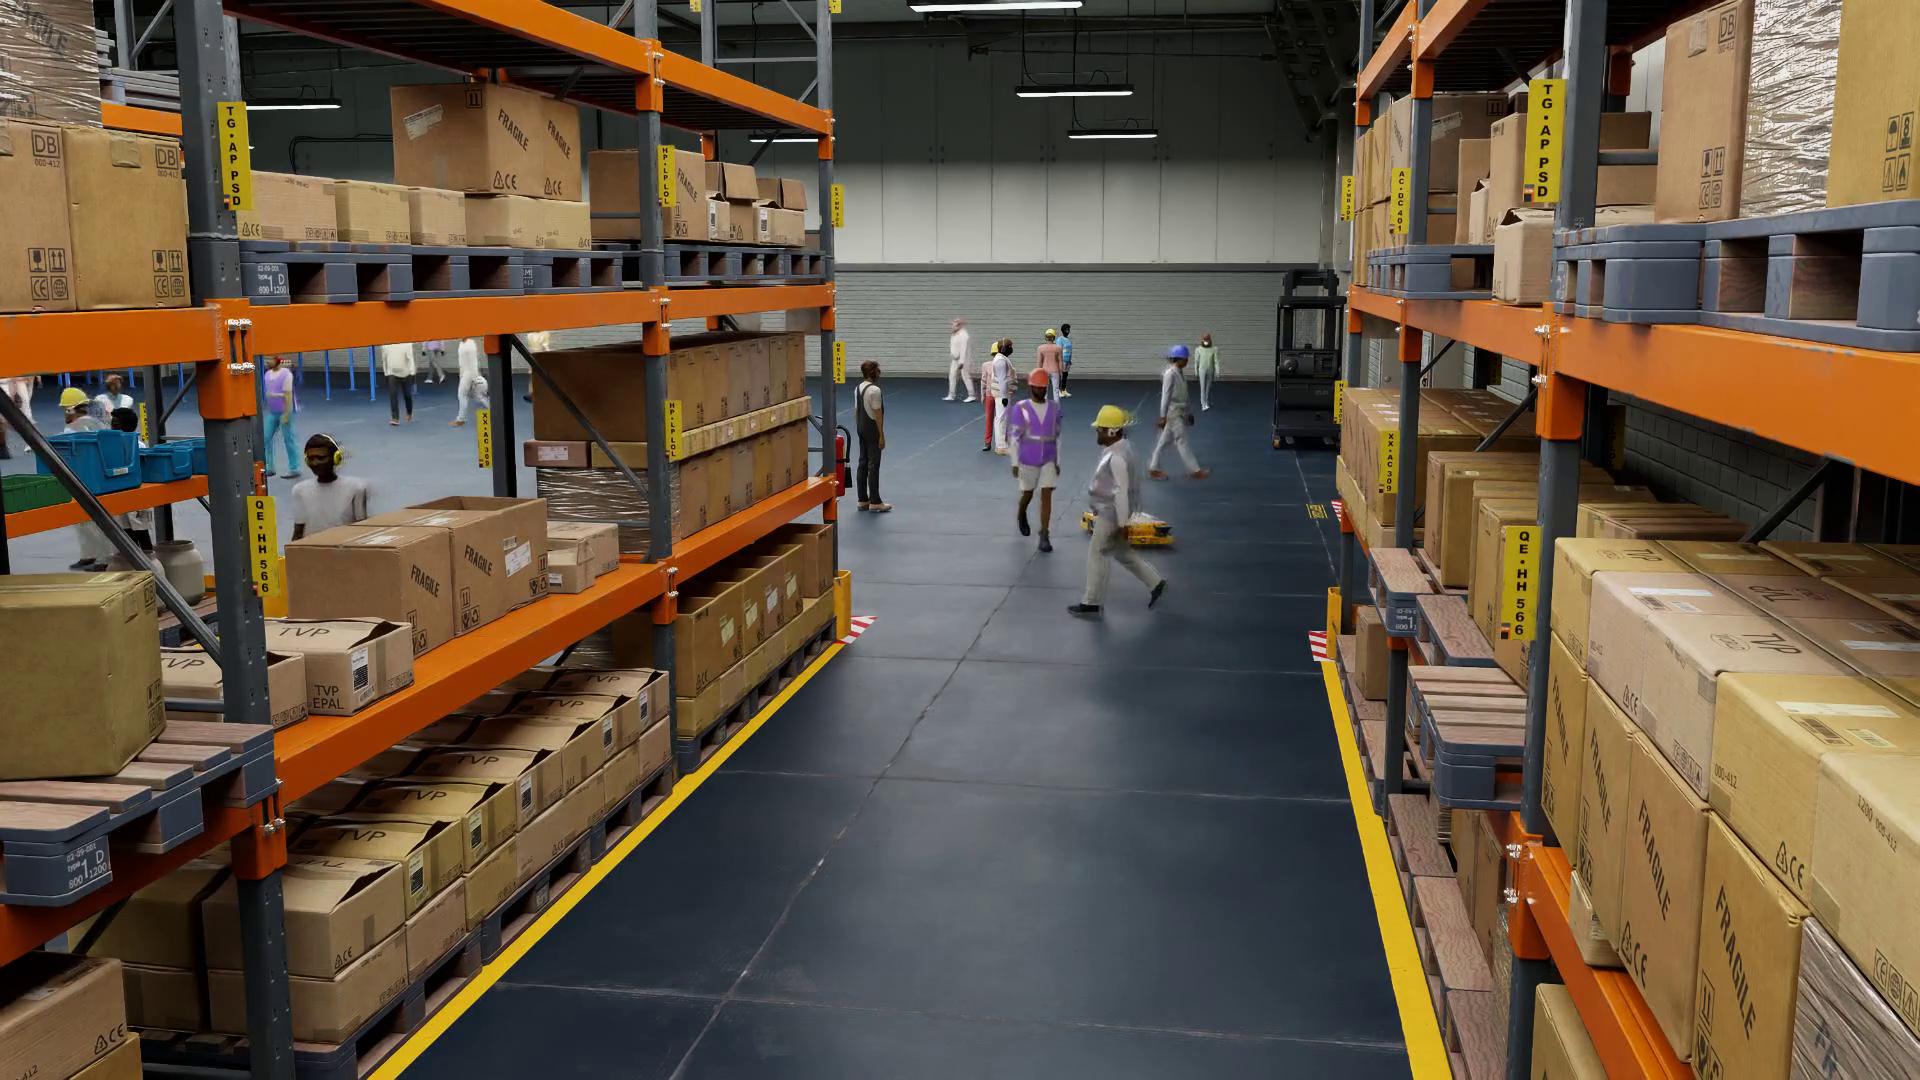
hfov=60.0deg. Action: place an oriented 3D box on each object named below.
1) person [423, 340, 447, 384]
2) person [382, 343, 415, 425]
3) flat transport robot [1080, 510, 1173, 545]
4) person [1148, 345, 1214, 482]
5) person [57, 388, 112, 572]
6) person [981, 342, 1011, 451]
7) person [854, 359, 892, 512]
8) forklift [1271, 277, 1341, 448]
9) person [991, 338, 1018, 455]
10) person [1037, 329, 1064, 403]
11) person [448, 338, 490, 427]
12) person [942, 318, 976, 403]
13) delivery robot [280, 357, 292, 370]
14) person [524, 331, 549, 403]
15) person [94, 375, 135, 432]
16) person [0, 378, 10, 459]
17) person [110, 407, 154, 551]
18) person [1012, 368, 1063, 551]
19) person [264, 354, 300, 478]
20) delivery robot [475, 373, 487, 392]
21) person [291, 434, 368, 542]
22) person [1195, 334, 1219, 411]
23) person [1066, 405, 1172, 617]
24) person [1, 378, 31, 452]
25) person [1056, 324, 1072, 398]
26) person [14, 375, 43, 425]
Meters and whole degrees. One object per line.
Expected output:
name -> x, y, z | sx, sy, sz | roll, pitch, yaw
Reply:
person -> -13.615, -4.991, 43.054 | 0.876, 1.896, 0.594 | 6, 11, 32
person -> -10.710, -3.200, 31.798 | 0.626, 1.967, 0.865 | 0, 9, -2
flat transport robot -> 1.820, -0.154, 18.340 | 0.652, 0.197, 1.431 | -2, 9, -10
person -> 3.059, -1.751, 23.070 | 1.022, 1.887, 0.636 | 4, 10, 23
person -> -8.462, -0.552, 15.959 | 0.630, 1.804, 0.589 | -1, 9, -6
person -> 0.595, -2.339, 27.089 | 0.524, 1.769, 0.309 | 1, 9, 9
person -> -1.084, -1.280, 20.313 | 0.345, 1.847, 0.508 | -7, 12, -37
forklift -> 5.847, -3.016, 27.970 | 1.129, 2.768, 1.873 | 1, 9, 9
person -> 0.712, -2.308, 26.666 | 0.429, 1.845, 0.622 | 0, 9, -2
person -> 1.807, -3.330, 33.228 | 0.524, 1.760, 0.326 | 1, 9, 6
person -> -9.216, -3.113, 31.464 | 0.919, 1.908, 0.643 | -5, 11, -30
person -> -0.025, -3.972, 36.880 | 0.892, 1.861, 0.666 | -5, 11, -29
delivery robot -> -19.301, -5.015, 47.163 | 0.707, 0.478, 0.477 | 6, 11, 32
person -> -9.390, -3.999, 36.979 | 0.563, 1.878, 1.032 | 2, 9, 11
person -> -10.824, -1.314, 21.313 | 0.878, 1.591, 0.526 | 9, 13, 44
person -> -15.060, -2.217, 25.833 | 0.491, 1.924, 0.581 | -1, 9, -4
person -> -7.524, -0.358, 15.083 | 0.533, 1.697, 0.318 | 6, 11, 34
person -> 0.808, -0.881, 17.654 | 0.556, 1.914, 0.811 | -2, 9, -12
person -> -9.634, -1.761, 23.364 | 0.569, 1.822, 0.708 | 5, 11, 29
delivery robot -> -11.206, -3.646, 38.715 | 0.477, 0.478, 0.707 | -3, 10, -20
person -> -4.195, 0.212, 11.088 | 0.547, 1.851, 0.440 | 0, 9, -1
person -> 5.194, -3.553, 35.075 | 0.501, 1.606, 0.783 | 0, 9, 1
person -> 1.361, -0.252, 14.112 | 0.825, 1.808, 0.586 | 1, 9, 9
person -> -15.344, -2.330, 26.707 | 0.879, 1.876, 0.649 | -2, 9, -14
person -> 2.418, -4.157, 38.503 | 0.319, 1.698, 0.539 | 7, 11, 36
person -> -17.515, -2.943, 31.260 | 0.765, 1.606, 0.531 | 5, 10, 27
